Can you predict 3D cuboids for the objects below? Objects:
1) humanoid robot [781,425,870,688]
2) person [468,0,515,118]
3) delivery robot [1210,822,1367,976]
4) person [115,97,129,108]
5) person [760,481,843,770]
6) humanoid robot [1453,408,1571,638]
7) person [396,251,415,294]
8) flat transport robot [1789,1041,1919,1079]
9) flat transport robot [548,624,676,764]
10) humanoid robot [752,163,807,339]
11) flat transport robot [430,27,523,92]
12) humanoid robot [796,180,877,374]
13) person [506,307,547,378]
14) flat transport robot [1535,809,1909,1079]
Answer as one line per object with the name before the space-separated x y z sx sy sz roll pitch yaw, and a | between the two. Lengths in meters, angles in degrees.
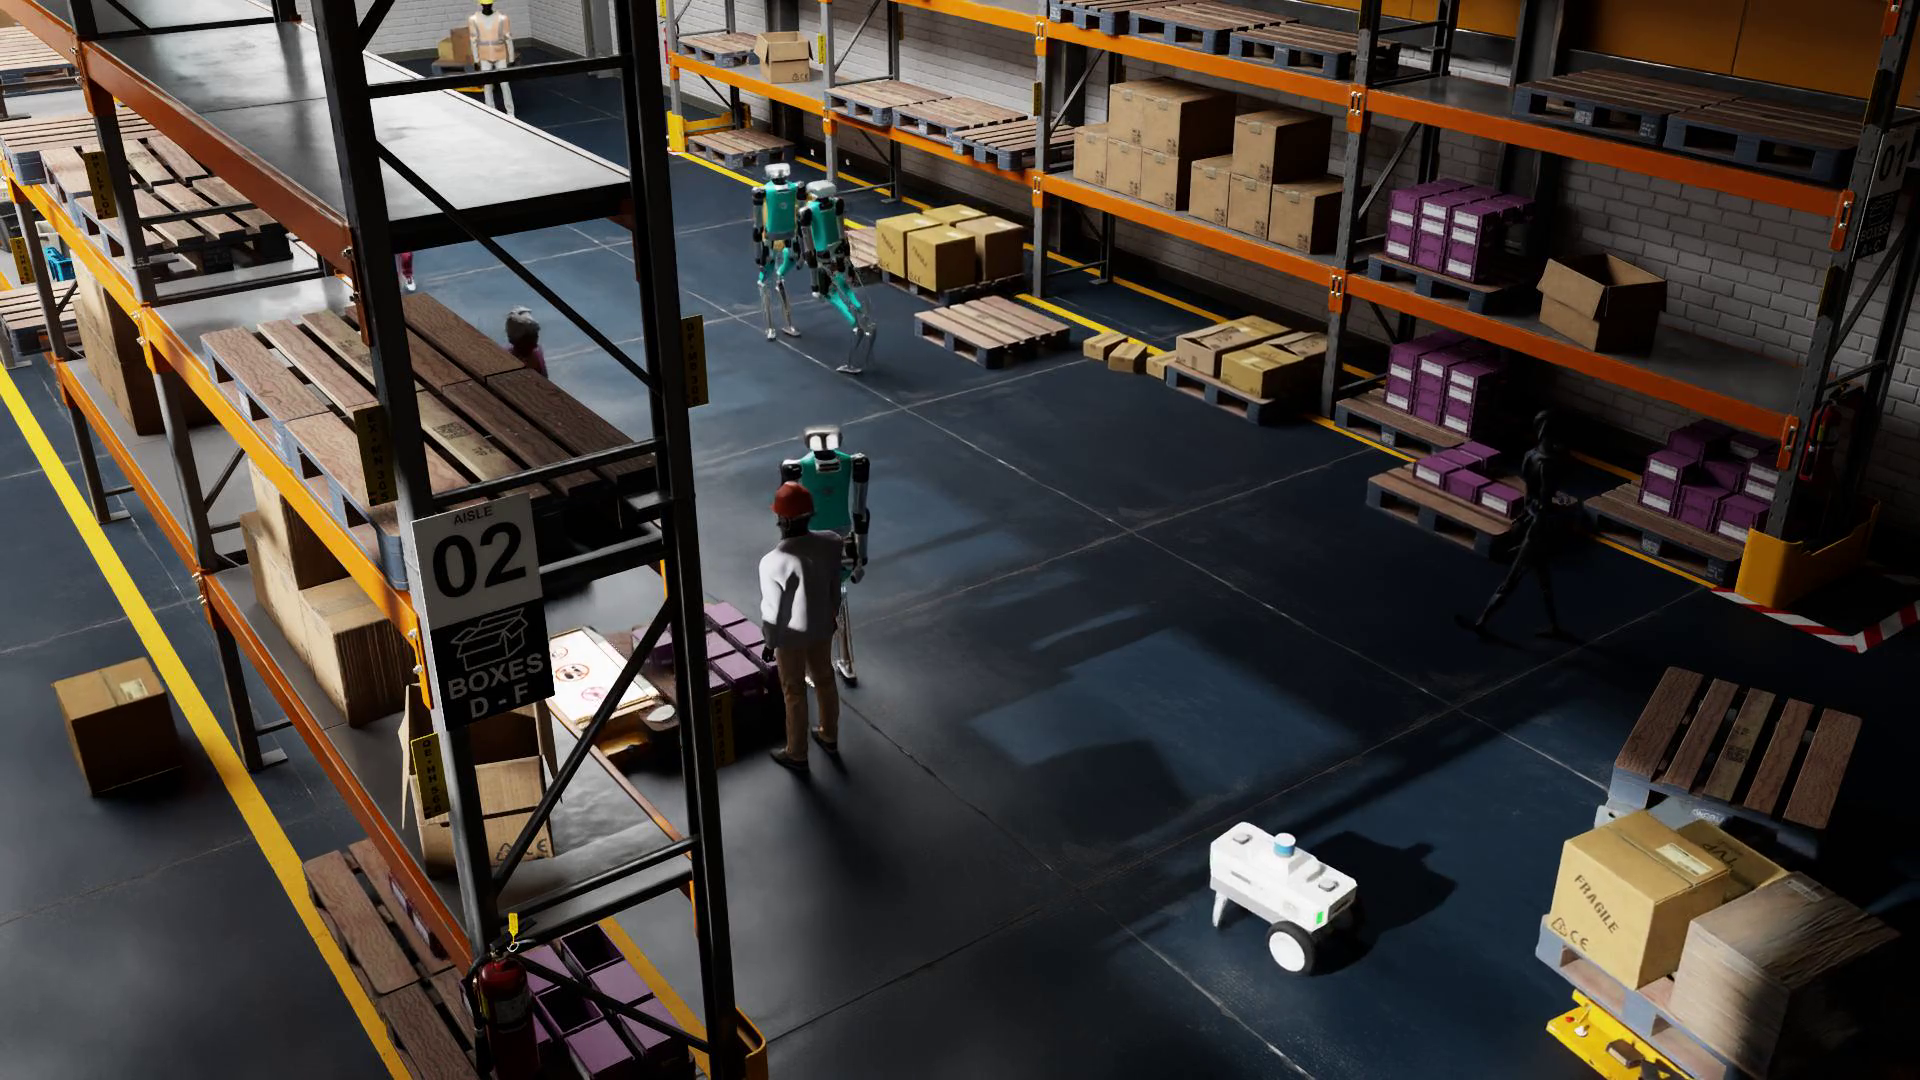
humanoid robot | -0.850 0.046 10.223 0.537 1.761 0.677 -7 27 -13
person | -6.758 -7.001 24.093 0.598 1.913 0.418 -4 27 -9
delivery robot | 1.603 1.747 8.214 0.520 0.613 0.784 -23 35 -38
person | -10.719 -5.436 20.882 0.620 1.992 0.393 -22 34 -36
person | -0.899 0.479 9.379 0.323 1.751 0.561 24 35 39
humanoid robot | 3.653 -0.094 10.646 0.778 1.622 0.602 8 28 15
person | -5.786 -3.227 16.900 0.512 1.623 0.452 -10 28 -19
flat transport robot | 4.142 2.569 6.878 1.431 0.231 0.659 23 34 37
flat transport robot | -2.311 0.933 10.132 0.659 0.231 1.431 -18 32 -31
humanoid robot | -1.759 -2.754 15.809 0.533 1.766 0.745 -11 29 -22
flat transport robot | -7.722 -7.428 26.763 0.659 0.231 1.431 0 27 1
humanoid robot | -1.023 -2.278 14.939 0.796 1.814 0.534 19 33 34
person | -3.034 -0.785 11.815 0.523 1.820 0.660 5 27 9
flat transport robot | 3.479 2.165 7.682 1.431 0.231 0.659 -14 30 -26
